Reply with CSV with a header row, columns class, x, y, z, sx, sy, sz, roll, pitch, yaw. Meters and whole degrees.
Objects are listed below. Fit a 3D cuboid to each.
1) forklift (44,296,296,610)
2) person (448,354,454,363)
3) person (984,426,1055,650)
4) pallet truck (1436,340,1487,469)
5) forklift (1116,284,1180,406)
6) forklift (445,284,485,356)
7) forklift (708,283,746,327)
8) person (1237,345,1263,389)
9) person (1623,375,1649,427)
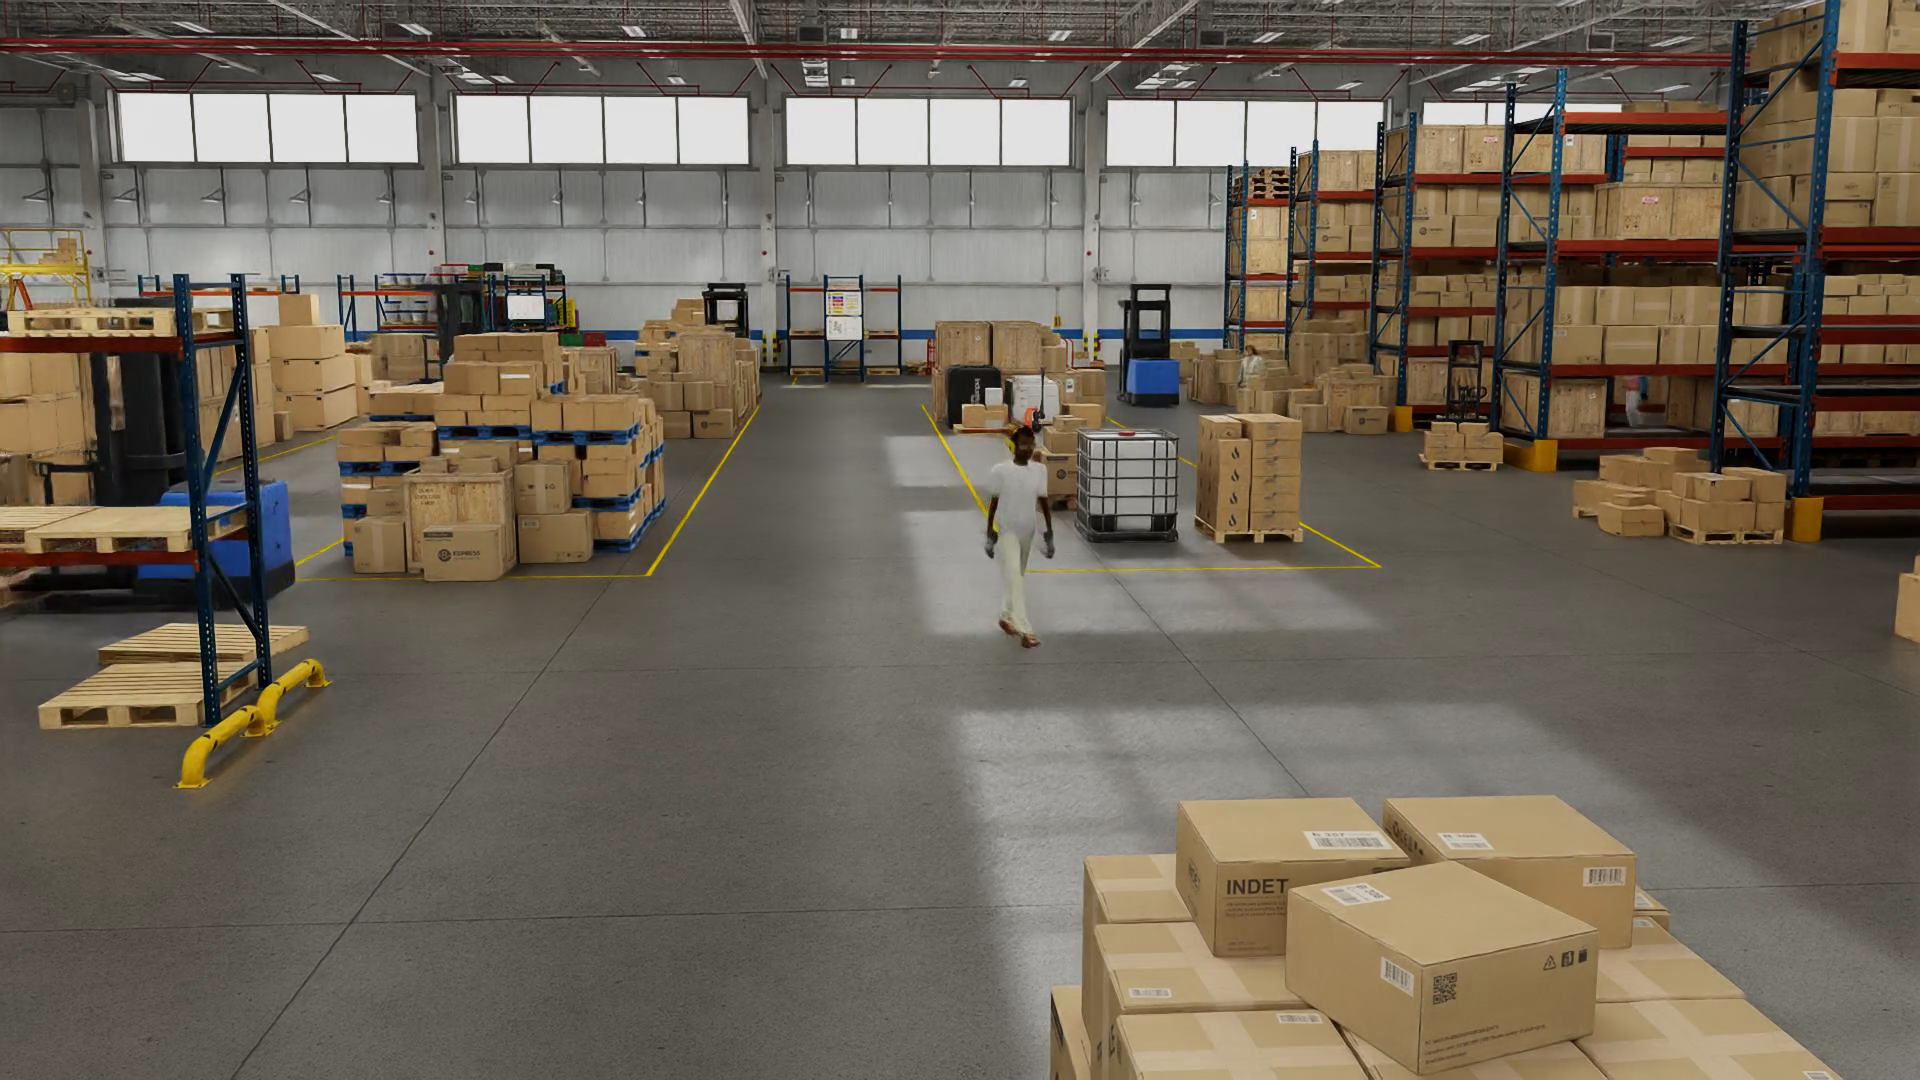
class,x,y,z,sx,sy,sz,roll,pitch,yaw
forklift,-7.269,-0.828,15.230,1.873,2.768,1.129,-1,9,-4
person,-8.827,-2.681,29.860,0.648,1.920,0.441,1,9,7
person,0.498,-0.039,13.656,0.518,1.812,1.012,-4,10,-23
pallet truck,8.004,-2.170,26.422,0.823,1.965,1.885,2,9,14
forklift,4.407,-4.562,38.673,1.129,2.768,1.873,-1,9,-7
forklift,-11.311,-4.495,38.257,1.873,2.768,1.129,5,10,27
forklift,-5.818,-5.042,41.691,1.129,2.768,1.873,-1,9,-4
person,5.939,-3.203,34.158,0.846,1.593,0.537,-8,12,-41
person,12.442,-2.763,30.670,0.449,1.827,0.654,0,9,1
